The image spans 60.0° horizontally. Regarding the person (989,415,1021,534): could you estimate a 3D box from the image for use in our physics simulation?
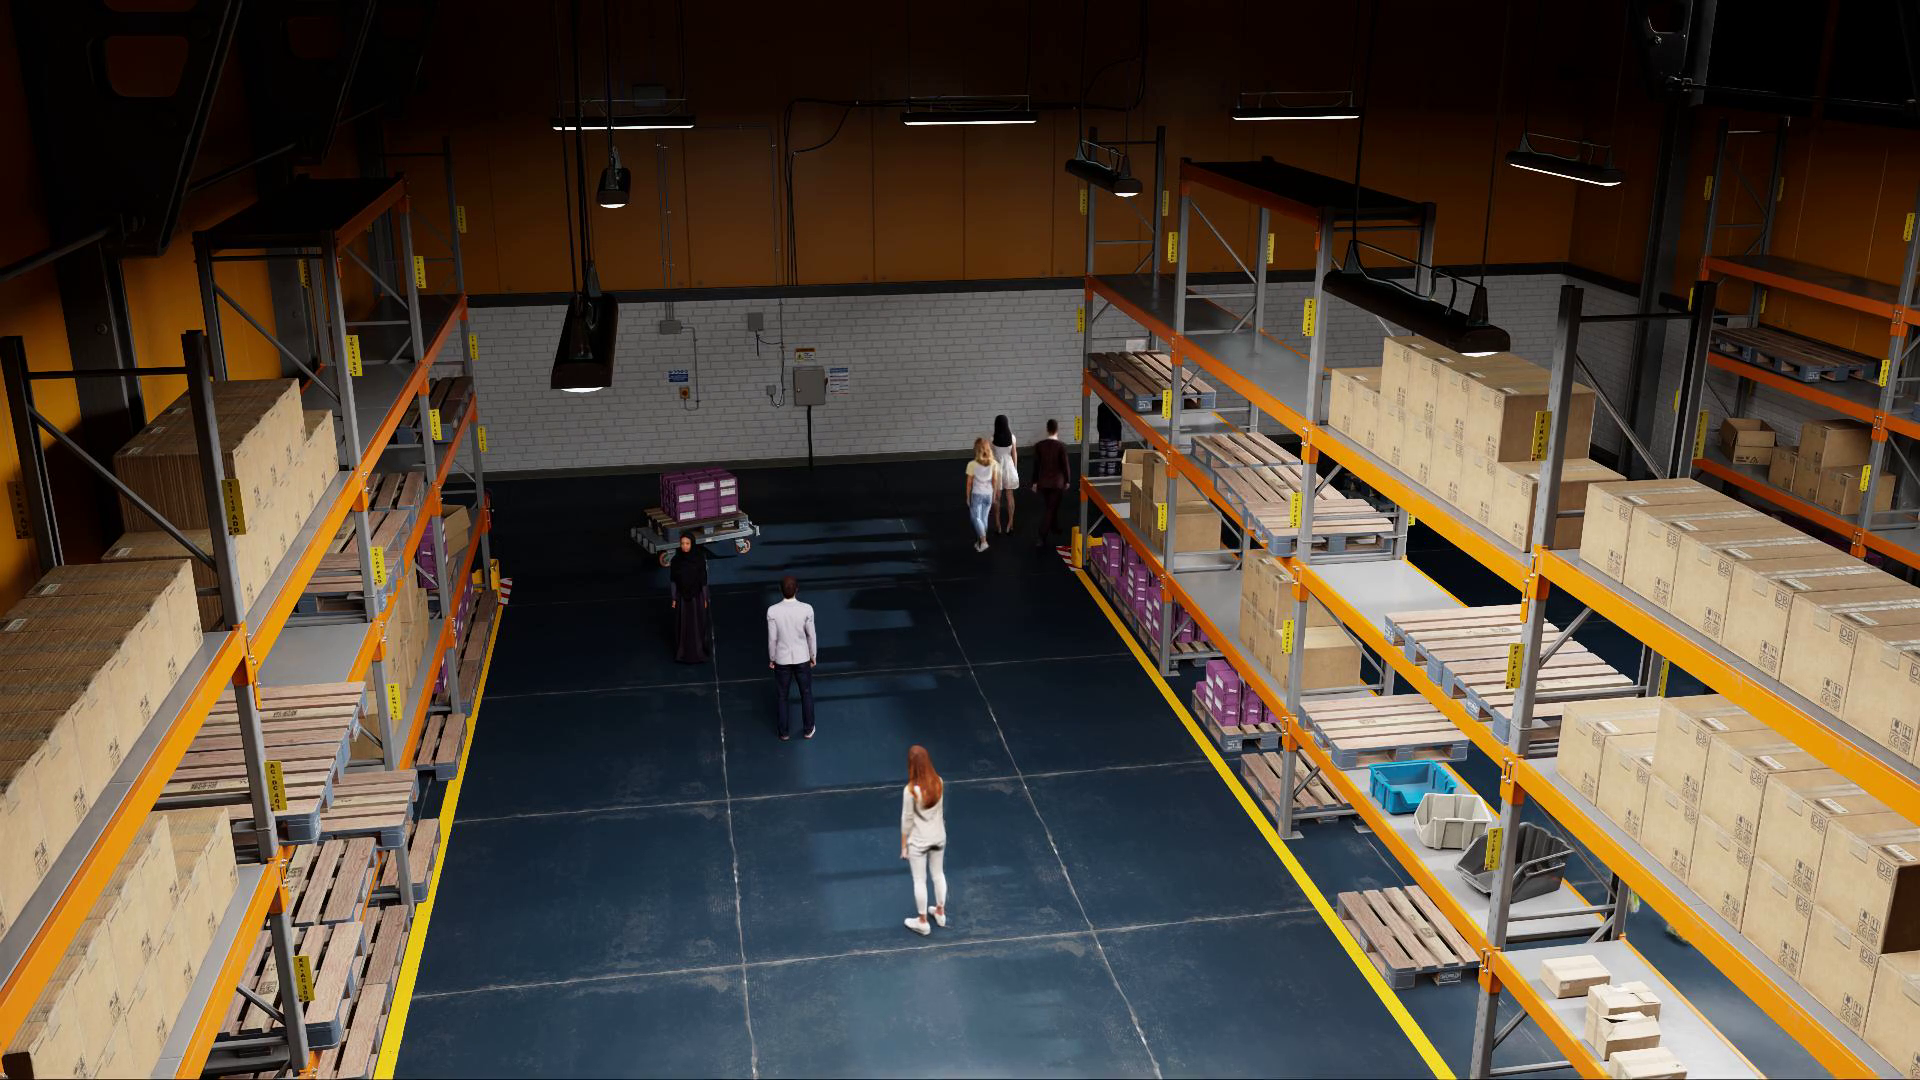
[{"bbox_3d":[0.634,-0.982,24.574,0.684,1.773,0.679,-1,19,-2],"label":"person"}]

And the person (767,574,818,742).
[{"bbox_3d":[-1.798,1.253,17.813,0.669,1.853,0.561,-3,19,-8],"label":"person"}]

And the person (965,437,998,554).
[{"bbox_3d":[0.337,-0.589,23.503,0.719,1.711,0.917,-6,20,-18],"label":"person"}]

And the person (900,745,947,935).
[{"bbox_3d":[-0.274,2.554,14.190,0.672,1.698,0.673,-13,23,-34],"label":"person"}]

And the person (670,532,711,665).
[{"bbox_3d":[-3.225,0.680,19.887,0.645,1.615,0.640,0,19,1],"label":"person"}]

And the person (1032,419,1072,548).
[{"bbox_3d":[1.286,-0.777,23.880,1.128,1.826,1.205,12,22,31],"label":"person"}]

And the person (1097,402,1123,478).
[{"bbox_3d":[2.373,-1.626,26.549,0.748,1.733,0.647,-18,25,-42],"label":"person"}]
